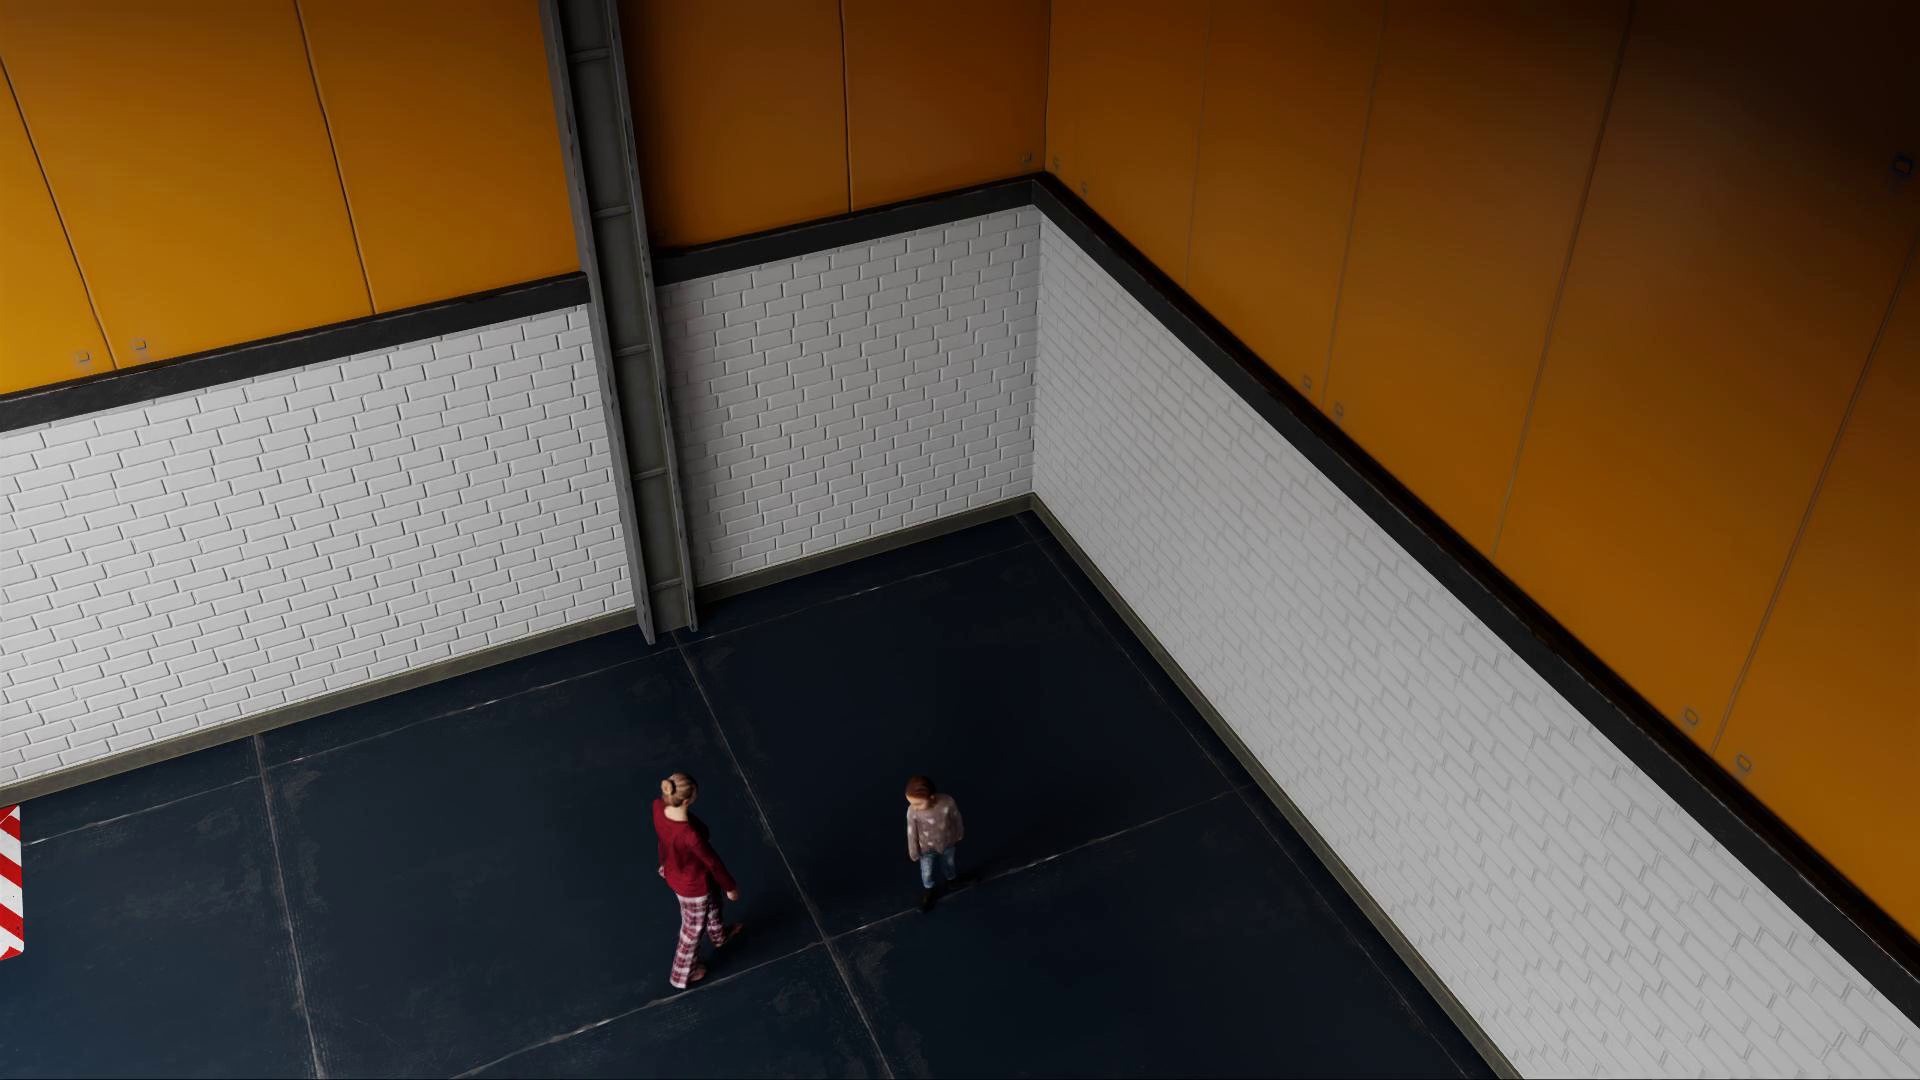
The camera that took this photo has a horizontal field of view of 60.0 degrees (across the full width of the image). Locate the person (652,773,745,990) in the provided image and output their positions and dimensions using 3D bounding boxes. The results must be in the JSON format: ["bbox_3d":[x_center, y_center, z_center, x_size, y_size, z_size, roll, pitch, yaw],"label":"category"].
[{"bbox_3d":[-1.624,1.998,9.618,0.901,1.679,0.761,-27,46,-30],"label":"person"}]

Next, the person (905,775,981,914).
[{"bbox_3d":[-0.124,1.821,10.249,0.447,1.168,0.722,-17,42,-20],"label":"person"}]
